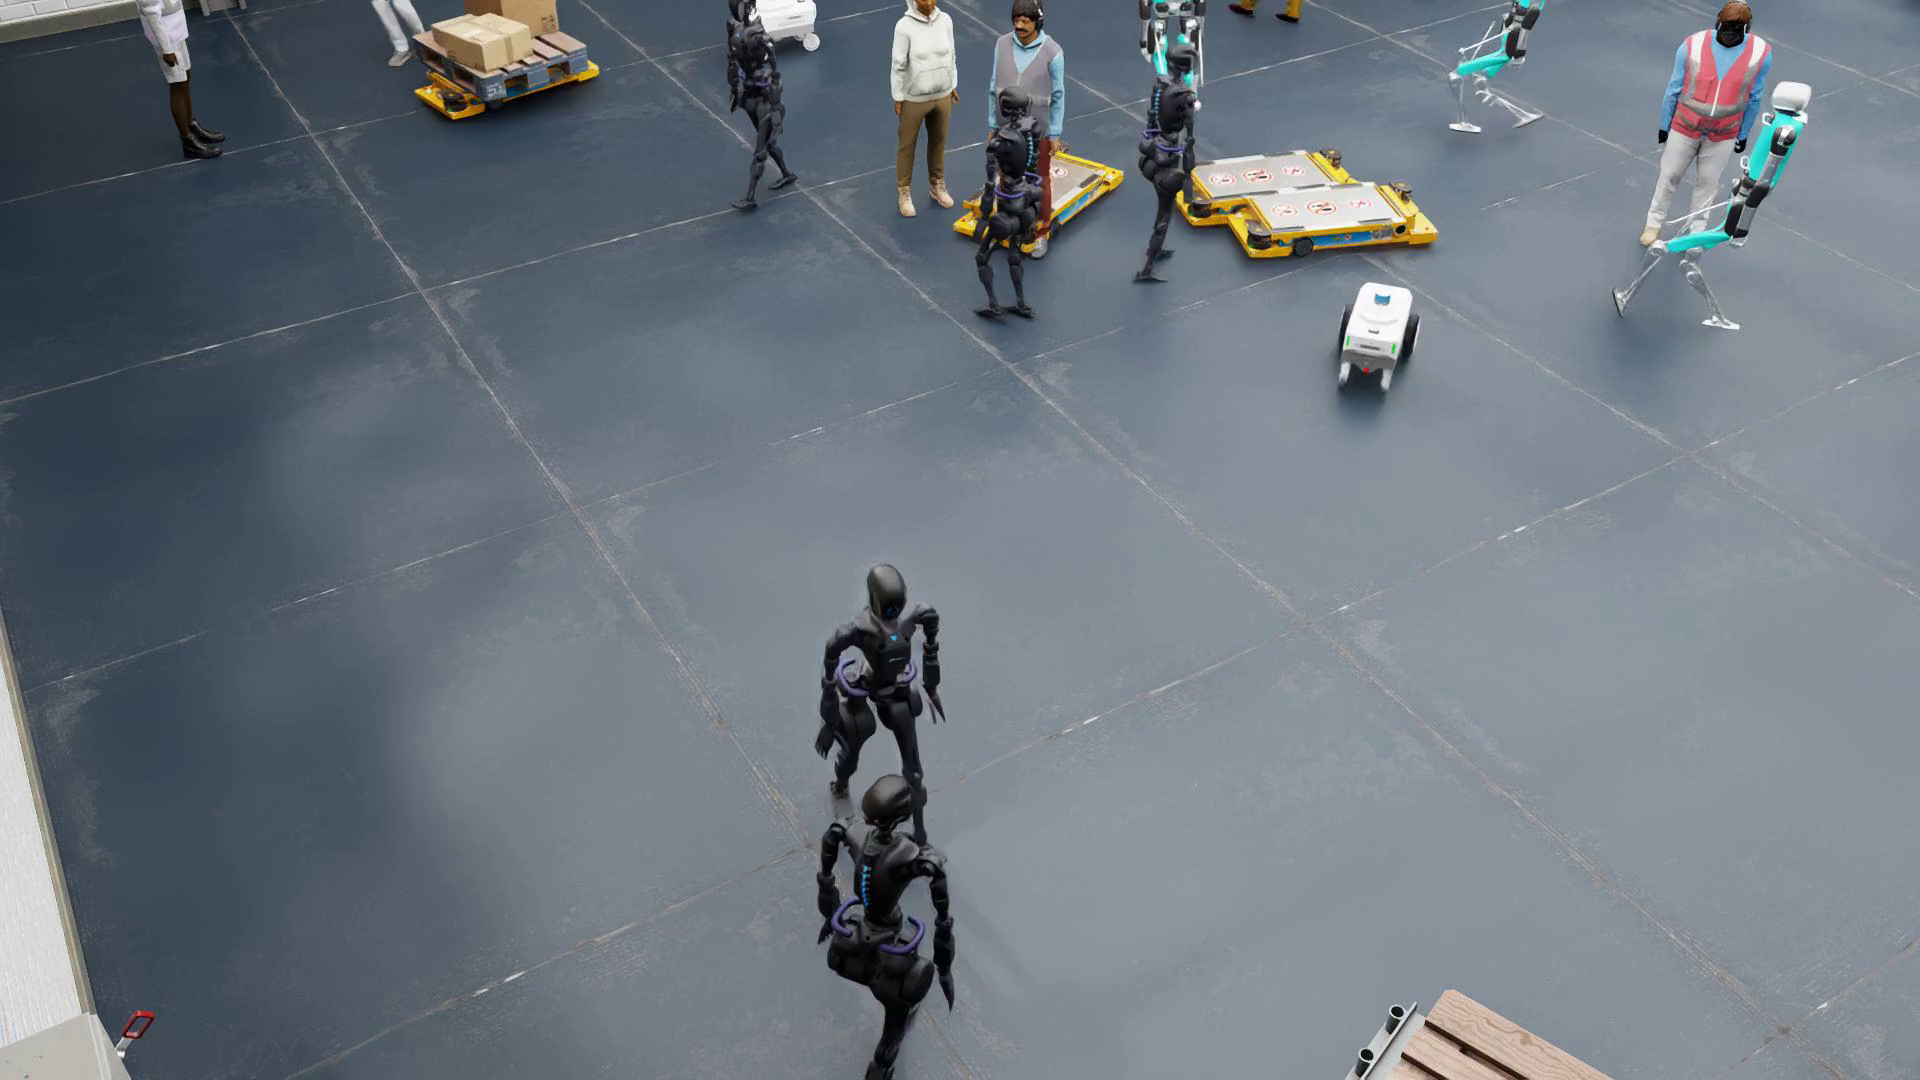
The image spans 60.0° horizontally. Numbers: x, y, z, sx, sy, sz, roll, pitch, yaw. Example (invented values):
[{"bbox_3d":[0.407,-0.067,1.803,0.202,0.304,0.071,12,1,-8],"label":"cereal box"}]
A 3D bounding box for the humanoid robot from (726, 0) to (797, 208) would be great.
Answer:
[{"bbox_3d":[-1.519,-3.281,12.320,0.601,1.623,0.748,32,48,34],"label":"humanoid robot"}]

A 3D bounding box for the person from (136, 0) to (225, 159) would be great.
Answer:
[{"bbox_3d":[-6.113,-3.933,12.915,0.375,1.932,0.550,-8,39,-10],"label":"person"}]

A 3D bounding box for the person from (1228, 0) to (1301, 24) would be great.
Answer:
[{"bbox_3d":[2.881,-5.635,15.227,0.562,1.718,0.796,-31,48,-33],"label":"person"}]

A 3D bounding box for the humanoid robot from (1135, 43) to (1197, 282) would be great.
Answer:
[{"bbox_3d":[1.418,-2.619,11.467,0.458,1.648,0.602,-16,41,-19],"label":"humanoid robot"}]

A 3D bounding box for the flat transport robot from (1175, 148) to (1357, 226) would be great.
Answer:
[{"bbox_3d":[2.331,-2.691,12.687,1.431,0.231,0.659,-9,39,-11],"label":"flat transport robot"}]

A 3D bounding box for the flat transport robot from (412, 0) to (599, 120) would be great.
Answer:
[{"bbox_3d":[-3.901,-3.987,14.323,1.431,0.231,0.659,-29,47,-32],"label":"flat transport robot"}]

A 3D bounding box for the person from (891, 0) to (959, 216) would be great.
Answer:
[{"bbox_3d":[-0.268,-3.259,12.197,0.532,1.766,0.364,-17,41,-20],"label":"person"}]

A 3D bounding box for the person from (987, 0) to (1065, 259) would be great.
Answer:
[{"bbox_3d":[0.460,-2.893,11.646,0.544,1.878,0.407,14,40,16],"label":"person"}]

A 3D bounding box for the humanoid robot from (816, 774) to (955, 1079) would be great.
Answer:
[{"bbox_3d":[-0.307,1.548,6.249,0.608,1.627,0.775,17,41,20],"label":"humanoid robot"}]

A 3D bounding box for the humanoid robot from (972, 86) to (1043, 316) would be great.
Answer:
[{"bbox_3d":[0.315,-2.227,10.961,0.412,1.645,0.590,26,45,29],"label":"humanoid robot"}]

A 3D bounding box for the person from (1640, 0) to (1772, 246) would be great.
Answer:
[{"bbox_3d":[5.231,-2.895,11.692,0.628,1.835,0.431,13,40,16],"label":"person"}]

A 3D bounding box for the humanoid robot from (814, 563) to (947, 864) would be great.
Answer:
[{"bbox_3d":[-0.349,0.712,7.297,0.612,1.611,0.774,-18,42,-21],"label":"humanoid robot"}]

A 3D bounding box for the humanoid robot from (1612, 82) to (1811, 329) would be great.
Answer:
[{"bbox_3d":[4.830,-2.194,10.904,0.978,1.767,0.544,14,41,18],"label":"humanoid robot"}]

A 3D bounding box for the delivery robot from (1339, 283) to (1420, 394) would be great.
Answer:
[{"bbox_3d":[2.701,-1.351,10.779,0.499,0.611,0.814,13,40,15],"label":"delivery robot"}]

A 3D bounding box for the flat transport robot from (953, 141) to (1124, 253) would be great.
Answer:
[{"bbox_3d":[0.609,-2.602,12.575,0.659,0.231,1.431,22,43,26],"label":"flat transport robot"}]

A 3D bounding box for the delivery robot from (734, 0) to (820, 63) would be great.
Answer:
[{"bbox_3d":[-1.654,-4.642,14.911,0.772,0.586,0.499,-17,41,-20],"label":"delivery robot"}]

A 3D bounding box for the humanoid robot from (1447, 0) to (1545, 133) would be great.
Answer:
[{"bbox_3d":[4.250,-3.968,13.096,0.985,1.718,0.554,4,39,6],"label":"humanoid robot"}]

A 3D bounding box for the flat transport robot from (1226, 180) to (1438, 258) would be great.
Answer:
[{"bbox_3d":[2.730,-2.366,12.277,1.431,0.231,0.659,-7,39,-8],"label":"flat transport robot"}]

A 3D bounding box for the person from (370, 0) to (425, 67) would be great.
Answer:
[{"bbox_3d":[-5.019,-5.016,14.341,0.587,1.855,0.502,4,39,6],"label":"person"}]

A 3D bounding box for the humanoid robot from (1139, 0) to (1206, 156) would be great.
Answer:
[{"bbox_3d":[1.688,-3.824,12.952,0.534,1.787,0.801,-5,39,-7],"label":"humanoid robot"}]
